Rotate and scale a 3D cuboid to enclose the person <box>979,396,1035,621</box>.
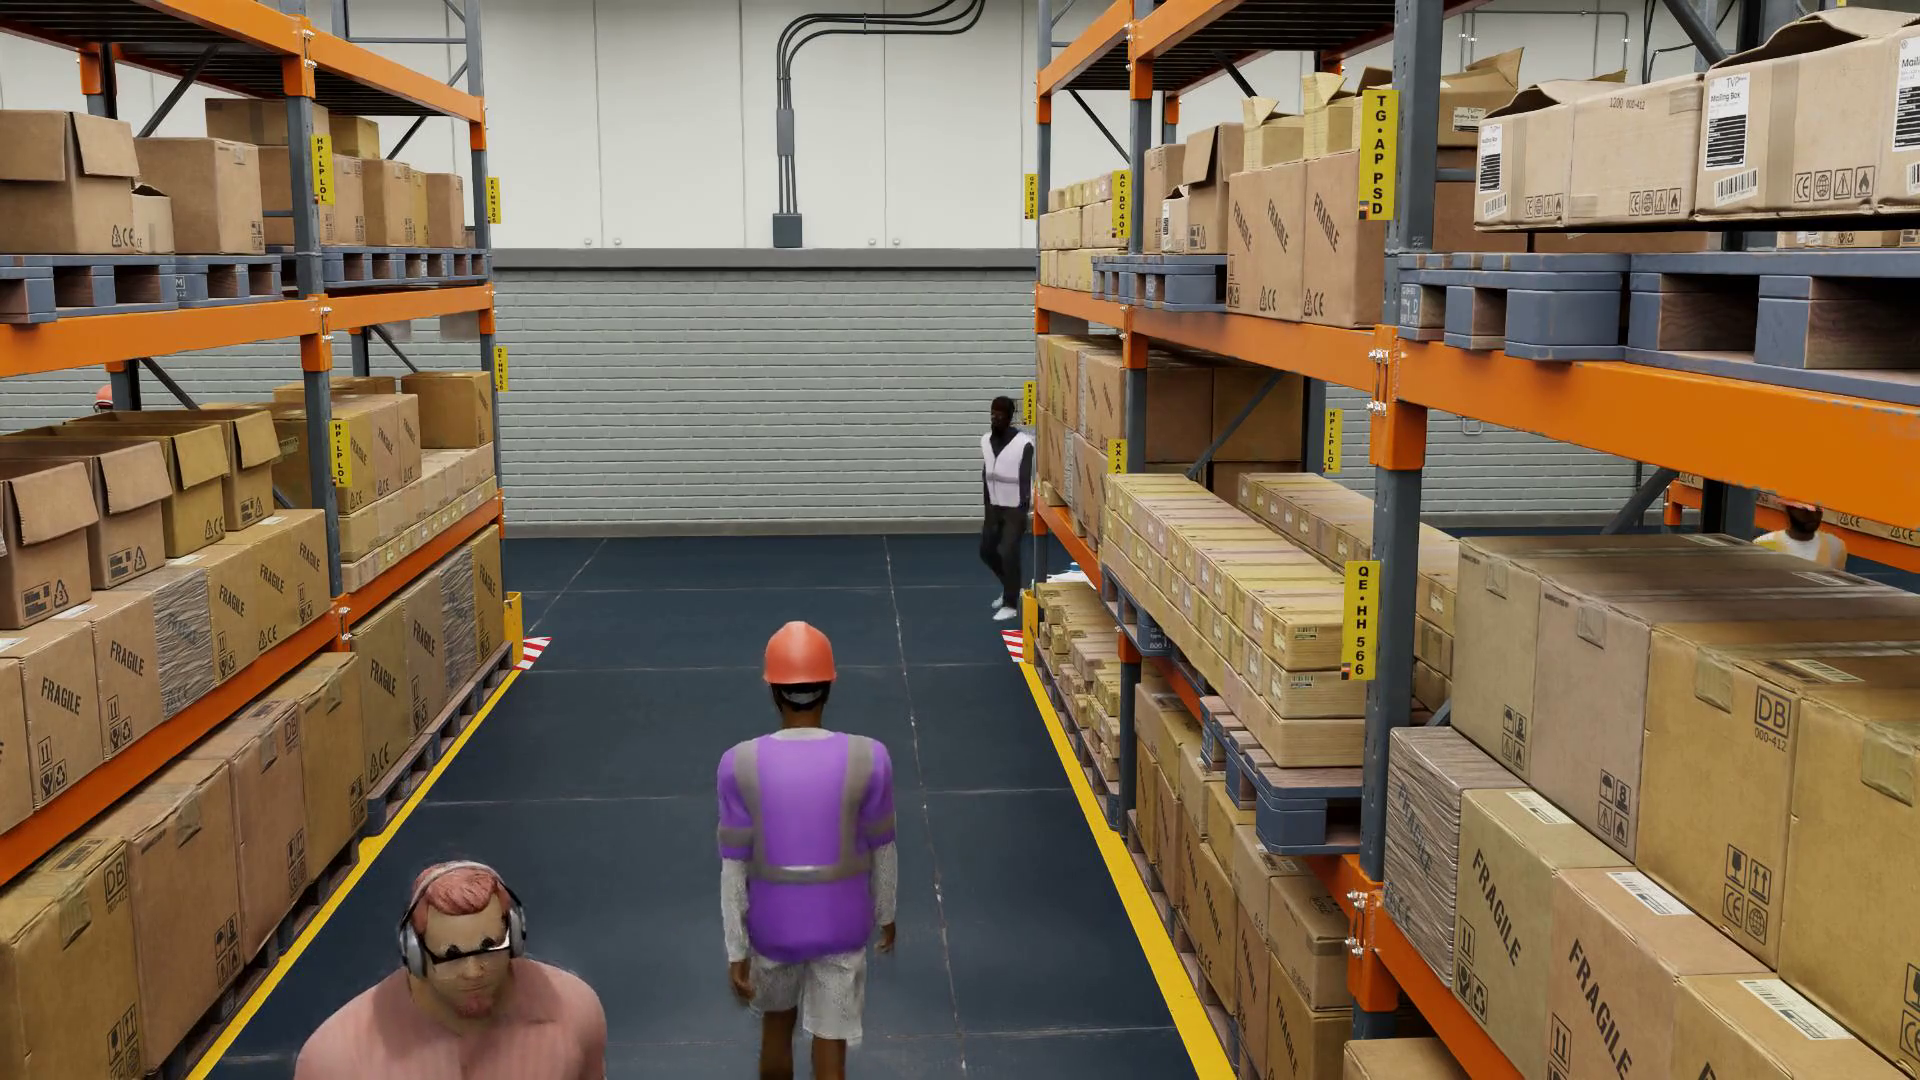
[{"bbox_3d":[0.409,-0.275,13.976,0.431,1.894,0.602,-9,13,-44],"label":"person"}]

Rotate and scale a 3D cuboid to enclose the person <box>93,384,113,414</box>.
[{"bbox_3d":[-7.016,-0.297,13.853,0.613,1.989,0.401,-2,10,-9],"label":"person"}]

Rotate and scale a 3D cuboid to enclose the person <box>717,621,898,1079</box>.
[{"bbox_3d":[-0.472,1.194,5.320,0.549,1.907,0.797,0,10,1],"label":"person"}]

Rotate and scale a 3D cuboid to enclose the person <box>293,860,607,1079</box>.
[{"bbox_3d":[-0.985,1.546,3.395,0.632,1.847,0.973,-4,11,-24],"label":"person"}]

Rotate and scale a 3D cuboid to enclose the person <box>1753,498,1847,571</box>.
[{"bbox_3d":[4.516,0.577,9.005,0.568,1.880,0.996,1,10,4],"label":"person"}]

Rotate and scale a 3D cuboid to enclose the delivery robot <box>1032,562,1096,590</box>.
[{"bbox_3d":[0.947,0.426,13.529,0.707,0.478,0.477,5,11,26],"label":"delivery robot"}]
